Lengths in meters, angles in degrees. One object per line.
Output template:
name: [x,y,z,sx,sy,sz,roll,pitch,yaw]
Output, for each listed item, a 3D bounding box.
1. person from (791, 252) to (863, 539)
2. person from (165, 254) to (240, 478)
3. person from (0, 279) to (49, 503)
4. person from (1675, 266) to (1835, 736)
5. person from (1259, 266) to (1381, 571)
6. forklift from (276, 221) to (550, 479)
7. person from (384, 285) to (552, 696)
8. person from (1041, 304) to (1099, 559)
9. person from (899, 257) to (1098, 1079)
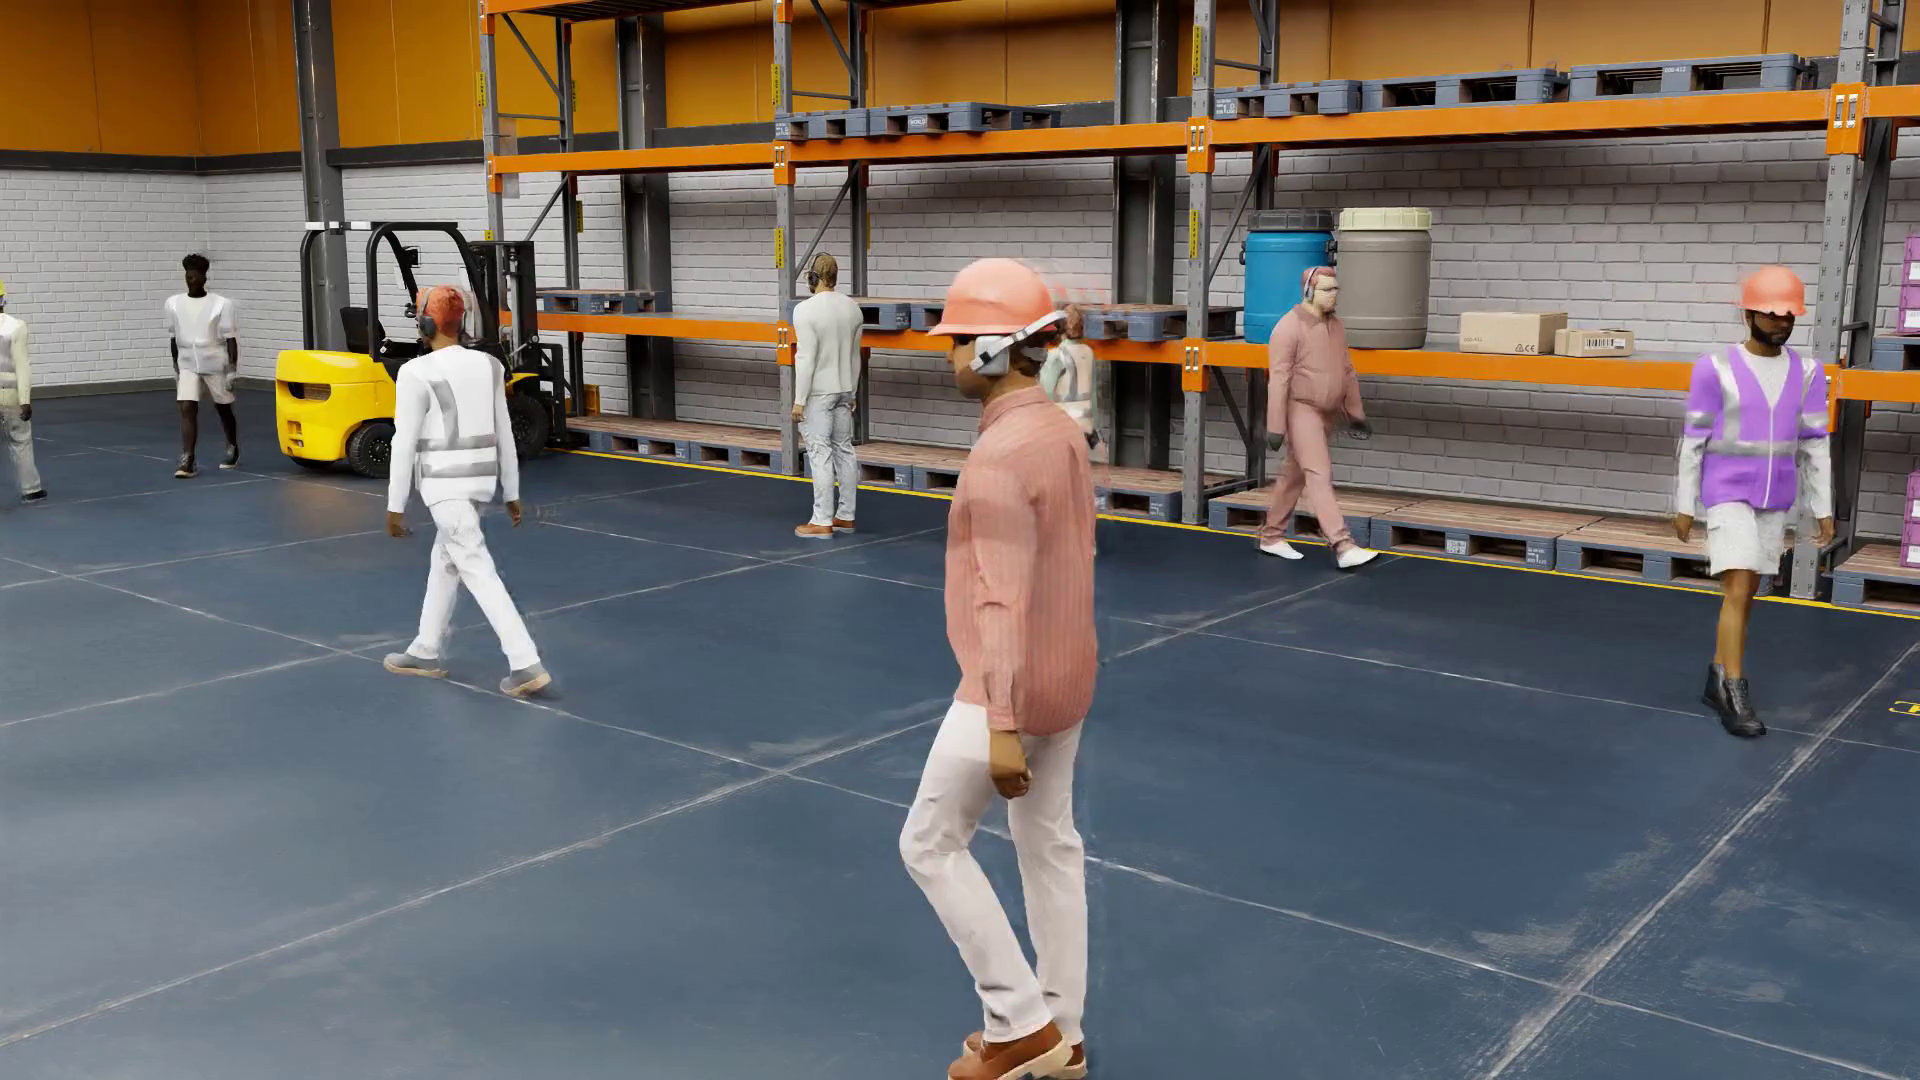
person: [-0.915,-0.979,11.335,0.357,1.938,0.638,7,13,35]
person: [-6.569,-1.525,14.463,0.605,1.908,1.040,-1,10,-5]
person: [-7.265,-1.103,12.472,0.605,1.791,0.938,-1,10,-6]
person: [3.306,-0.152,6.825,0.567,1.908,0.772,-1,10,-4]
person: [2.249,-0.749,10.272,0.980,1.855,0.661,9,14,42]
forklift: [-4.922,-1.741,14.854,1.214,2.155,2.313,8,13,38]
person: [-2.235,-0.218,7.444,1.025,1.832,0.591,5,11,26]
person: [0.611,-0.690,10.640,0.707,1.613,0.520,6,12,29]
person: [0.118,0.342,3.909,0.452,1.978,0.612,5,11,24]
